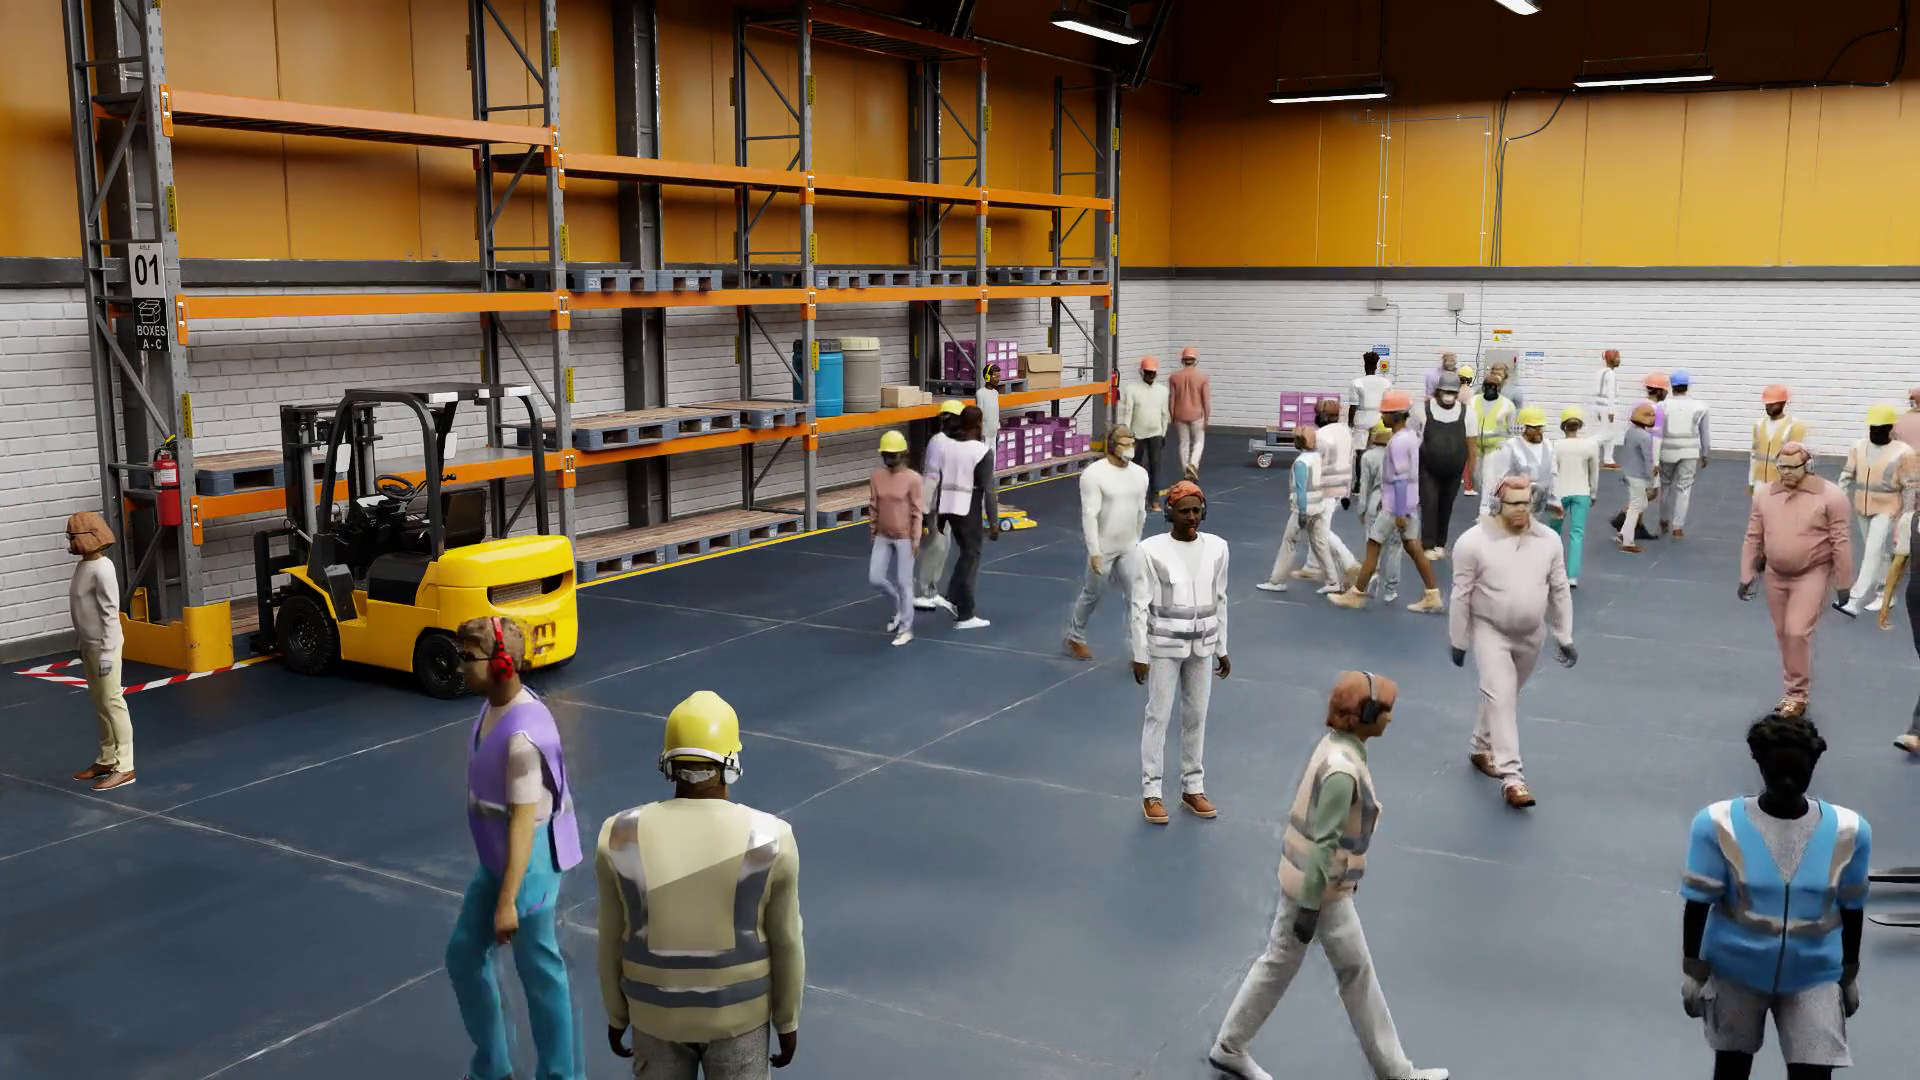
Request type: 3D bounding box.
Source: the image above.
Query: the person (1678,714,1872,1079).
[{"bbox_3d":[2.490,1.363,5.102,0.550,1.671,0.654,3,10,18],"label":"person"}]

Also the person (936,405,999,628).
[{"bbox_3d":[0.060,-0.193,14.156,0.454,1.886,0.698,-8,12,-41],"label":"person"}]

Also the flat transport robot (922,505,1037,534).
[{"bbox_3d":[0.118,-0.249,19.535,1.431,0.197,0.652,-4,10,-23],"label":"flat transport robot"}]

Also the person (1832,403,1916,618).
[{"bbox_3d":[7.991,-0.258,14.611,0.988,1.875,0.612,-4,10,-22],"label":"person"}]

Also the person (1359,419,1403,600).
[{"bbox_3d":[3.883,-0.274,15.162,0.493,1.717,0.560,3,10,19],"label":"person"}]

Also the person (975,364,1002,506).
[{"bbox_3d":[0.368,-1.306,21.208,0.333,1.860,0.509,5,11,30],"label":"person"}]

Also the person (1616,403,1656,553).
[{"bbox_3d":[7.308,-0.660,17.883,0.352,1.618,0.533,0,9,-2],"label":"person"}]

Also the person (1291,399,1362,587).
[{"bbox_3d":[3.557,-0.450,16.000,0.816,1.815,0.623,8,12,41],"label":"person"}]

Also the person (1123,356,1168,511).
[{"bbox_3d":[2.362,-1.383,21.333,0.625,1.974,0.830,-2,9,-12],"label":"person"}]

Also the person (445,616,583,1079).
[{"bbox_3d":[-1.660,1.169,5.823,0.642,1.826,0.596,-5,10,-27],"label":"person"}]

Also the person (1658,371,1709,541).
[{"bbox_3d":[8.213,-0.976,19.003,0.622,1.890,1.008,4,10,24],"label":"person"}]

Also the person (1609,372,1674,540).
[{"bbox_3d":[7.655,-0.928,18.659,0.607,1.914,0.581,-1,9,-6],"label":"person"}]

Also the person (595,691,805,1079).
[{"bbox_3d":[-0.742,1.340,4.805,0.592,1.825,0.403,0,9,-2],"label":"person"}]

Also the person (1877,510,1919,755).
[{"bbox_3d":[6.074,0.440,10.466,0.939,1.799,0.521,-7,11,-36],"label":"person"}]

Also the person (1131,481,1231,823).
[{"bbox_3d":[1.218,0.611,9.150,0.587,1.882,0.342,-3,10,-19],"label":"person"}]

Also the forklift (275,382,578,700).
[{"bbox_3d":[-3.974,-0.067,12.417,2.313,2.155,1.214,5,11,30],"label":"forklift"}]

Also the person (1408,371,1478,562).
[{"bbox_3d":[5.042,-0.776,17.321,0.702,2.000,0.869,1,9,4],"label":"person"}]

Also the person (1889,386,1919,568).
[{"bbox_3d":[9.644,-0.598,16.685,0.435,1.884,0.675,-8,12,-42],"label":"person"}]

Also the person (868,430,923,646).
[{"bbox_3d":[-0.515,-0.018,13.505,0.528,1.756,0.410,5,10,29],"label":"person"}]

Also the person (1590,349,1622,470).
[{"bbox_3d":[9.834,-1.992,25.466,0.674,1.863,0.590,2,9,13],"label":"person"}]

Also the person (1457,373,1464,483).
[{"bbox_3d":[6.991,-1.585,23.703,0.649,1.610,0.544,-3,10,-18],"label":"person"}]

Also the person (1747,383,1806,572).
[{"bbox_3d":[8.195,-0.620,16.722,0.517,1.919,0.559,-5,11,-30],"label":"person"}]

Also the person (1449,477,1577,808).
[{"bbox_3d":[3.184,0.554,9.625,0.648,1.855,1.005,-1,9,-9],"label":"person"}]

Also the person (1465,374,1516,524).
[{"bbox_3d":[6.428,-1.125,20.263,0.621,1.812,0.927,6,11,34],"label":"person"}]

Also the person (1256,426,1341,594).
[{"bbox_3d":[3.235,-0.278,15.605,0.800,1.597,0.525,6,11,33],"label":"person"}]

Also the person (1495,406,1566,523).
[{"bbox_3d":[5.272,-0.328,15.277,0.589,1.802,0.692,-5,10,-27],"label":"person"}]

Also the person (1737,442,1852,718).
[{"bbox_3d":[5.611,0.271,11.282,0.705,1.875,0.679,-6,11,-33],"label":"person"}]

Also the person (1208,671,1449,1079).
[{"bbox_3d":[1.330,1.258,6.011,0.884,1.589,0.547,1,9,8],"label":"person"}]

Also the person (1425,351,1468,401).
[{"bbox_3d":[7.303,-1.925,25.023,0.654,1.876,0.837,1,9,9],"label":"person"}]

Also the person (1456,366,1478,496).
[{"bbox_3d":[6.809,-1.475,22.539,0.524,1.769,0.314,8,12,40],"label":"person"}]

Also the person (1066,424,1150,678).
[{"bbox_3d":[1.154,0.056,12.640,0.635,1.897,1.033,-5,10,-26],"label":"person"}]

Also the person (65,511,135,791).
[{"bbox_3d":[-5.055,0.641,9.738,0.281,1.634,0.498,-8,12,-43],"label":"person"}]

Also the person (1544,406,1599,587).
[{"bbox_3d":[5.931,-0.438,16.210,0.528,1.725,0.892,3,9,16],"label":"person"}]

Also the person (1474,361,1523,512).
[{"bbox_3d":[6.870,-1.335,21.244,0.635,1.914,0.810,8,12,40],"label":"person"}]

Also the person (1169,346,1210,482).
[{"bbox_3d":[3.270,-1.773,23.744,0.611,1.976,0.503,3,10,20],"label":"person"}]

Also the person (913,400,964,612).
[{"bbox_3d":[-0.179,-0.314,14.941,0.498,1.878,0.676,1,9,8],"label":"person"}]

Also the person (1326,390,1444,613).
[{"bbox_3d":[3.831,-0.331,14.727,1.015,1.997,0.618,5,10,29],"label":"person"}]

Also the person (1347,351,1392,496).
[{"bbox_3d":[5.522,-1.566,22.477,0.617,1.964,0.361,-1,9,-6],"label":"person"}]
